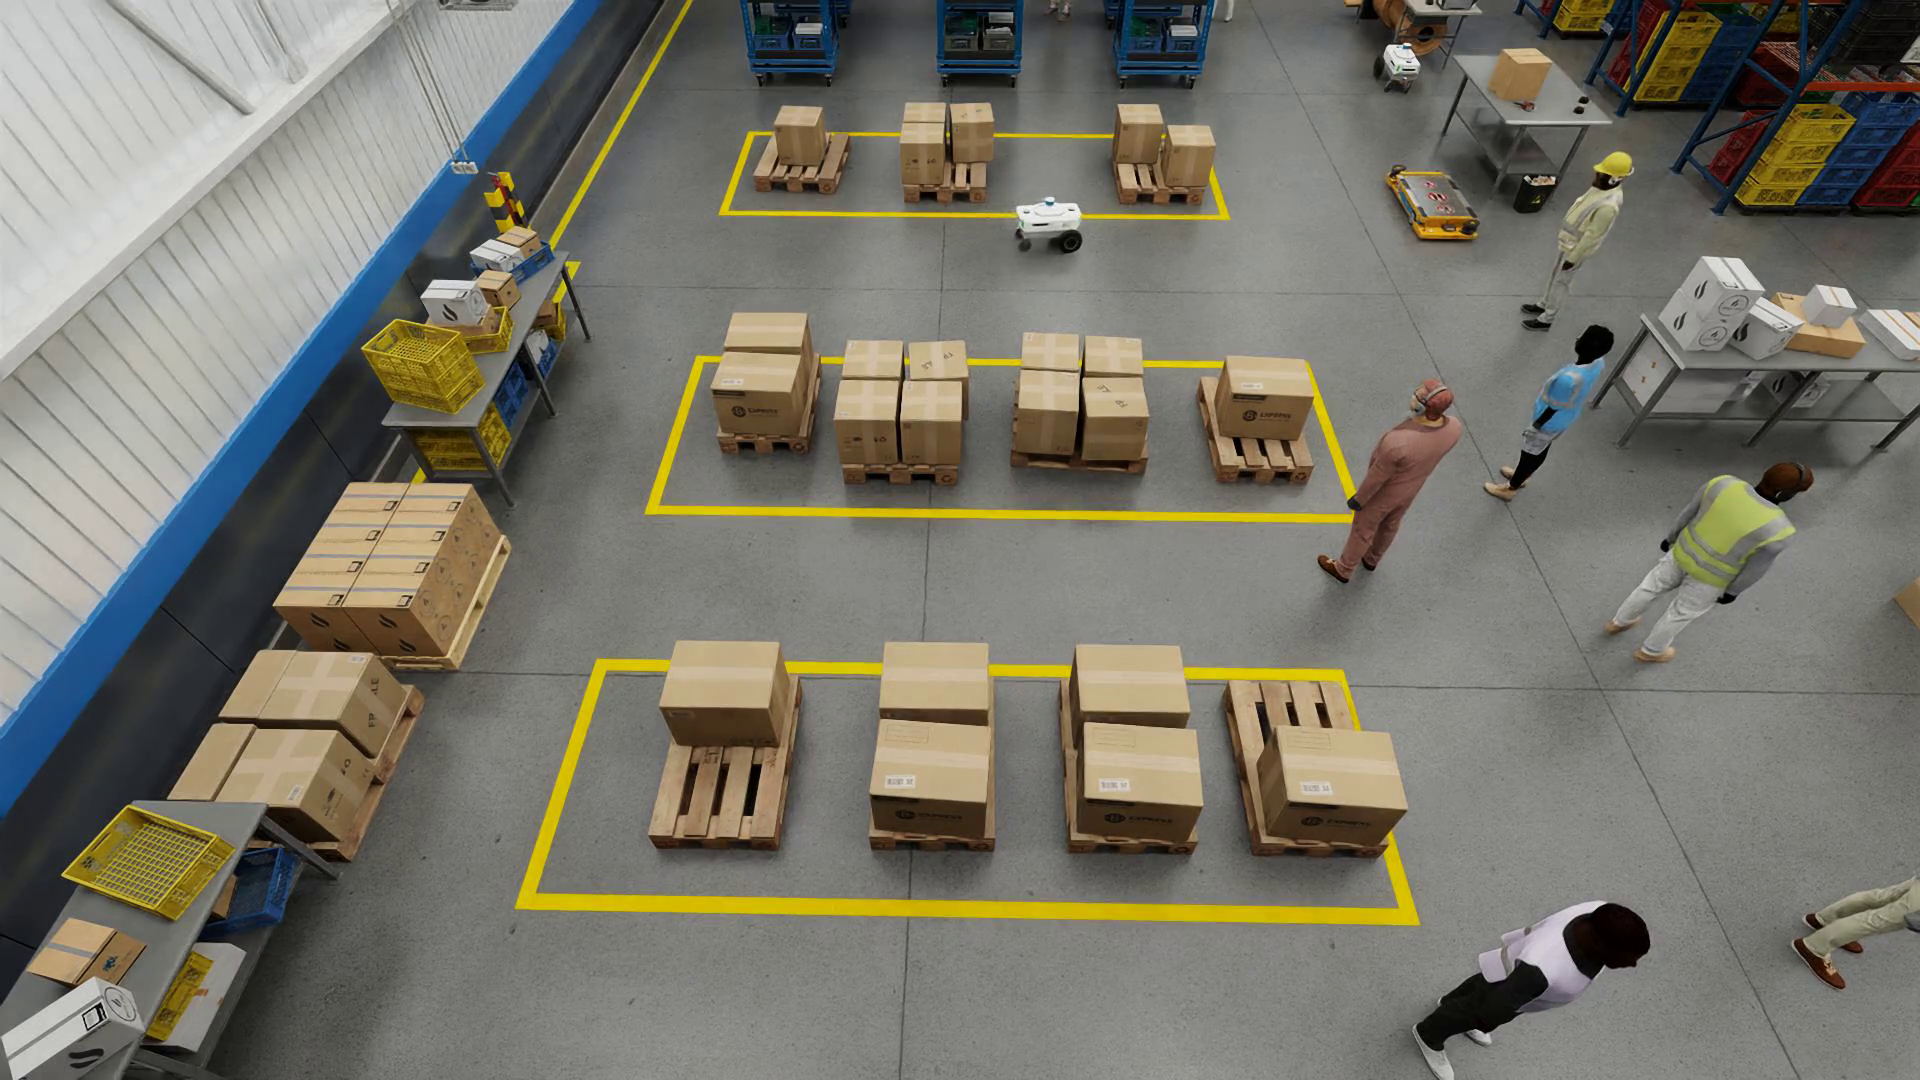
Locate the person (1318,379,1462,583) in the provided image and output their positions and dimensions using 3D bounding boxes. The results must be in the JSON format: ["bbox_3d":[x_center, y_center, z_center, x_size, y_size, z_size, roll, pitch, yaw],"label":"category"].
[{"bbox_3d":[3.180,-0.412,6.795,0.642,1.913,0.409,-19,52,-15],"label":"person"}]

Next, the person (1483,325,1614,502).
[{"bbox_3d":[4.800,-1.004,7.446,0.534,1.697,0.322,-30,55,-23],"label":"person"}]

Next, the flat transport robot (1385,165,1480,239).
[{"bbox_3d":[5.692,-4.094,11.059,0.652,0.197,1.431,1,49,1],"label":"flat transport robot"}]

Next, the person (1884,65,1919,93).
[{"bbox_3d":[13.644,-7.173,12.665,0.579,1.882,0.342,3,49,3],"label":"person"}]

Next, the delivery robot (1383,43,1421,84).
[{"bbox_3d":[6.385,-6.916,13.255,0.477,0.478,0.707,2,49,2],"label":"delivery robot"}]

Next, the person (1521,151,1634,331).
[{"bbox_3d":[6.067,-2.931,9.032,0.403,1.826,0.595,17,51,14],"label":"person"}]

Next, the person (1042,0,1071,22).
[{"bbox_3d":[1.607,-9.331,14.463,0.392,1.991,0.622,-33,57,-25],"label":"person"}]

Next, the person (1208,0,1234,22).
[{"bbox_3d":[4.304,-9.149,14.540,0.514,1.632,0.312,15,51,13],"label":"person"}]

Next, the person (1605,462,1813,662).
[{"bbox_3d":[5.167,0.157,6.353,0.430,1.837,0.623,-12,50,-10],"label":"person"}]

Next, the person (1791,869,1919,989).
[{"bbox_3d":[5.237,1.859,4.857,0.521,1.872,0.327,-31,56,-24],"label":"person"}]

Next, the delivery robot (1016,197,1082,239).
[{"bbox_3d":[1.002,-3.655,10.428,0.707,0.478,0.477,-6,49,-4],"label":"delivery robot"}]

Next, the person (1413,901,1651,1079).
[{"bbox_3d":[2.774,2.190,4.538,0.591,1.919,0.392,-26,54,-21],"label":"person"}]
